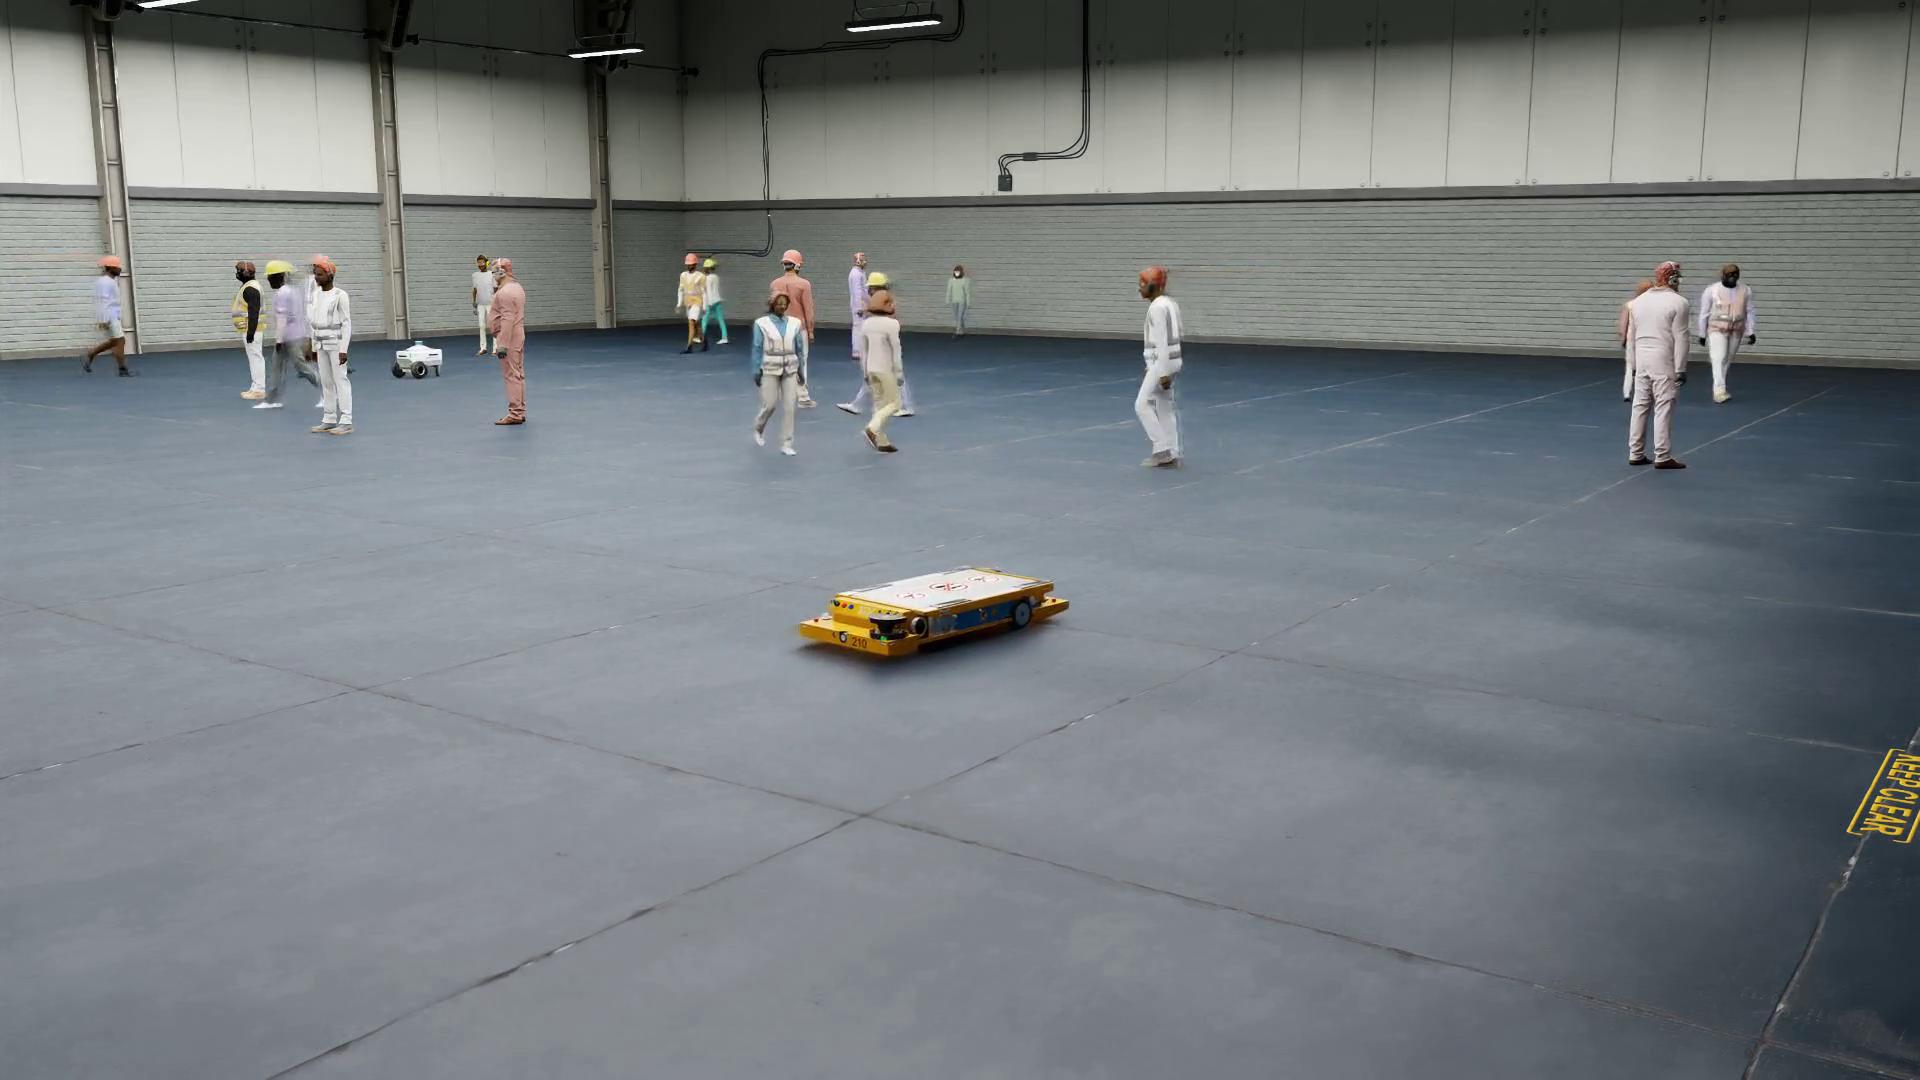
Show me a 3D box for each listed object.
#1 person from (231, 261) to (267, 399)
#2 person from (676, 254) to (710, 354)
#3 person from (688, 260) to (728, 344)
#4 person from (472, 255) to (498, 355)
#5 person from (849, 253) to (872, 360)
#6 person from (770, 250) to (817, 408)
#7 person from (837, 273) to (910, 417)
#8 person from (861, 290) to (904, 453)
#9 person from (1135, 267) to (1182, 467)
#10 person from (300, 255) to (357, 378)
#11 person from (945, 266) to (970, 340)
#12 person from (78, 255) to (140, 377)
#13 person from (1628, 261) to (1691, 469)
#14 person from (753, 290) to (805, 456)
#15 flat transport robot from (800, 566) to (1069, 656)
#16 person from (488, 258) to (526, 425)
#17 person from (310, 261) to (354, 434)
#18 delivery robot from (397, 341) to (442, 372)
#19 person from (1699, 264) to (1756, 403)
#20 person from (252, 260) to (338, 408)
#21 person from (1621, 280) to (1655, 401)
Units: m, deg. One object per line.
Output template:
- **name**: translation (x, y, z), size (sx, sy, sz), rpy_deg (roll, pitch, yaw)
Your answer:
- **person**: translation (-9.512, -2.808, 22.280), size (0.429, 1.844, 0.626), rpy_deg (-5, 11, -25)
- **person**: translation (-5.037, -4.488, 31.578), size (0.540, 1.898, 0.996), rpy_deg (6, 12, 28)
- **person**: translation (-5.178, -4.900, 34.298), size (0.877, 1.720, 0.545), rpy_deg (3, 11, 17)
- **person**: translation (-8.830, -4.367, 30.961), size (0.509, 1.863, 0.311), rpy_deg (1, 10, 5)
- **person**: translation (-1.776, -4.162, 29.678), size (0.408, 1.906, 0.652), rpy_deg (-1, 10, -5)
- **person**: translation (-2.104, -2.659, 21.012), size (0.611, 1.995, 0.377), rpy_deg (5, 11, 25)
- **person**: translation (-1.008, -2.325, 19.888), size (0.895, 1.712, 0.547), rpy_deg (0, 10, -2)
- **person**: translation (-0.787, -1.641, 16.334), size (0.483, 1.620, 0.513), rpy_deg (-10, 14, -44)
- **person**: translation (1.834, -1.584, 15.374), size (0.497, 1.864, 0.582), rpy_deg (3, 11, 17)
- **person**: translation (-9.864, -3.460, 25.819), size (0.921, 1.881, 0.654), rpy_deg (-4, 11, -24)
- **person**: translation (-0.034, -5.120, 35.926), size (0.497, 1.589, 0.863), rpy_deg (5, 11, 27)
- **person**: translation (-13.271, -3.469, 25.815), size (0.777, 1.908, 0.549), rpy_deg (-3, 11, -18)
- **person**: translation (6.498, -1.617, 15.421), size (0.399, 1.909, 0.642), rpy_deg (-5, 11, -24)
- **person**: translation (-1.803, -1.651, 16.413), size (0.521, 1.621, 0.522), rpy_deg (-5, 11, -26)
- **flat transport robot**: translation (-0.112, 0.358, 8.941), size (0.652, 0.197, 1.431), rpy_deg (9, 14, 42)
- **person**: translation (-5.207, -2.275, 19.125), size (0.407, 1.902, 0.638), rpy_deg (-1, 10, -3)
- **person**: translation (-6.885, -2.096, 18.173), size (0.575, 1.882, 0.355), rpy_deg (6, 12, 31)
- **delivery robot**: translation (-8.387, -2.844, 25.818), size (0.477, 0.478, 0.707), rpy_deg (5, 12, 28)
- **person**: translation (10.021, -2.675, 21.655), size (0.632, 1.797, 0.928), rpy_deg (0, 10, 1)
- **person**: translation (-8.423, -2.584, 20.986), size (0.995, 1.884, 0.598), rpy_deg (-4, 11, -20)
- **person**: translation (8.994, -2.627, 21.956), size (0.529, 1.599, 0.833), rpy_deg (6, 12, 30)
